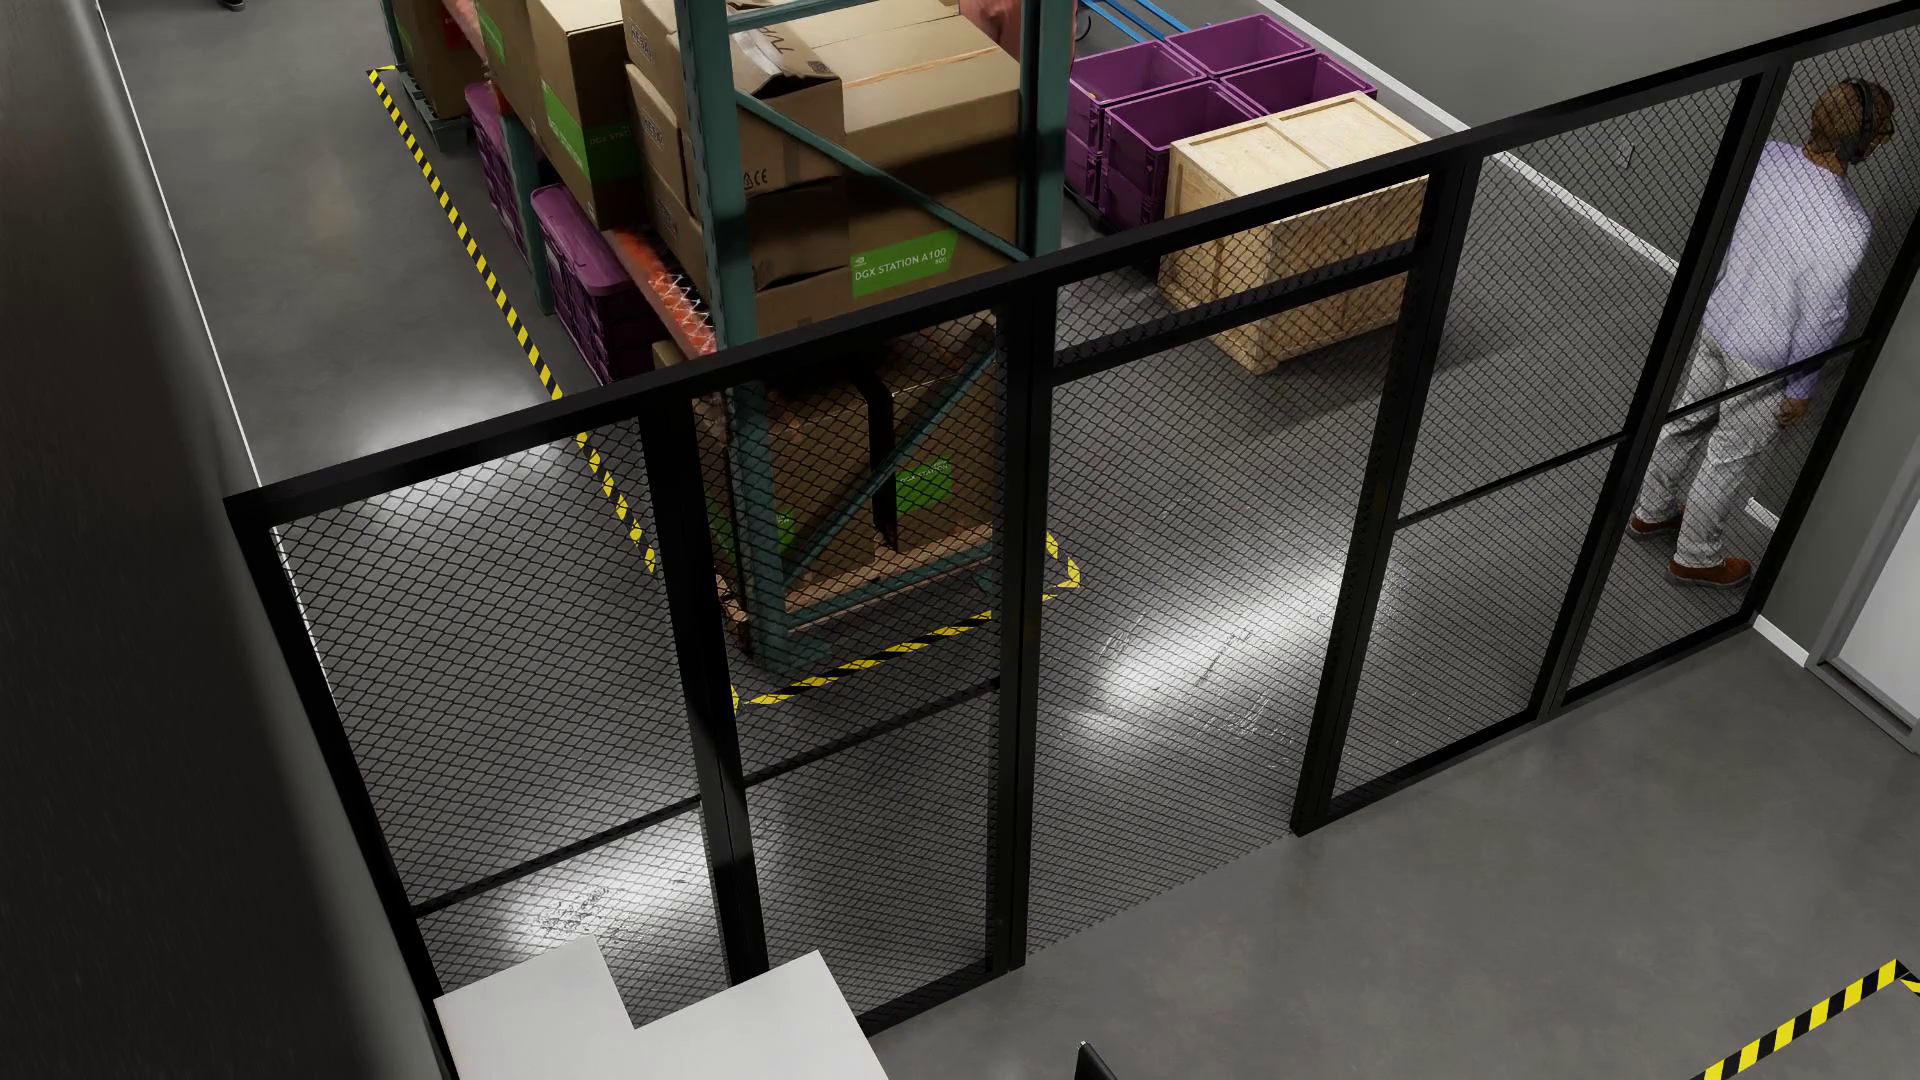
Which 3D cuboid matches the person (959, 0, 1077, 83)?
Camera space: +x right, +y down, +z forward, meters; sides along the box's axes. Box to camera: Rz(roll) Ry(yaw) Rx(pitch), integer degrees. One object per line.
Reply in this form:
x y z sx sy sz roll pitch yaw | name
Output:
0.211 -1.817 6.893 0.626 1.991 0.389 -32 51 -30 | person

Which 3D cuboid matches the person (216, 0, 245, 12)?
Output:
-4.213 -3.895 9.282 0.587 1.835 0.403 -25 48 -25 | person

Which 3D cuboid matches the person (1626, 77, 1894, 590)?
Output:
2.725 -0.672 5.681 0.373 1.940 0.628 -8 43 -9 | person
